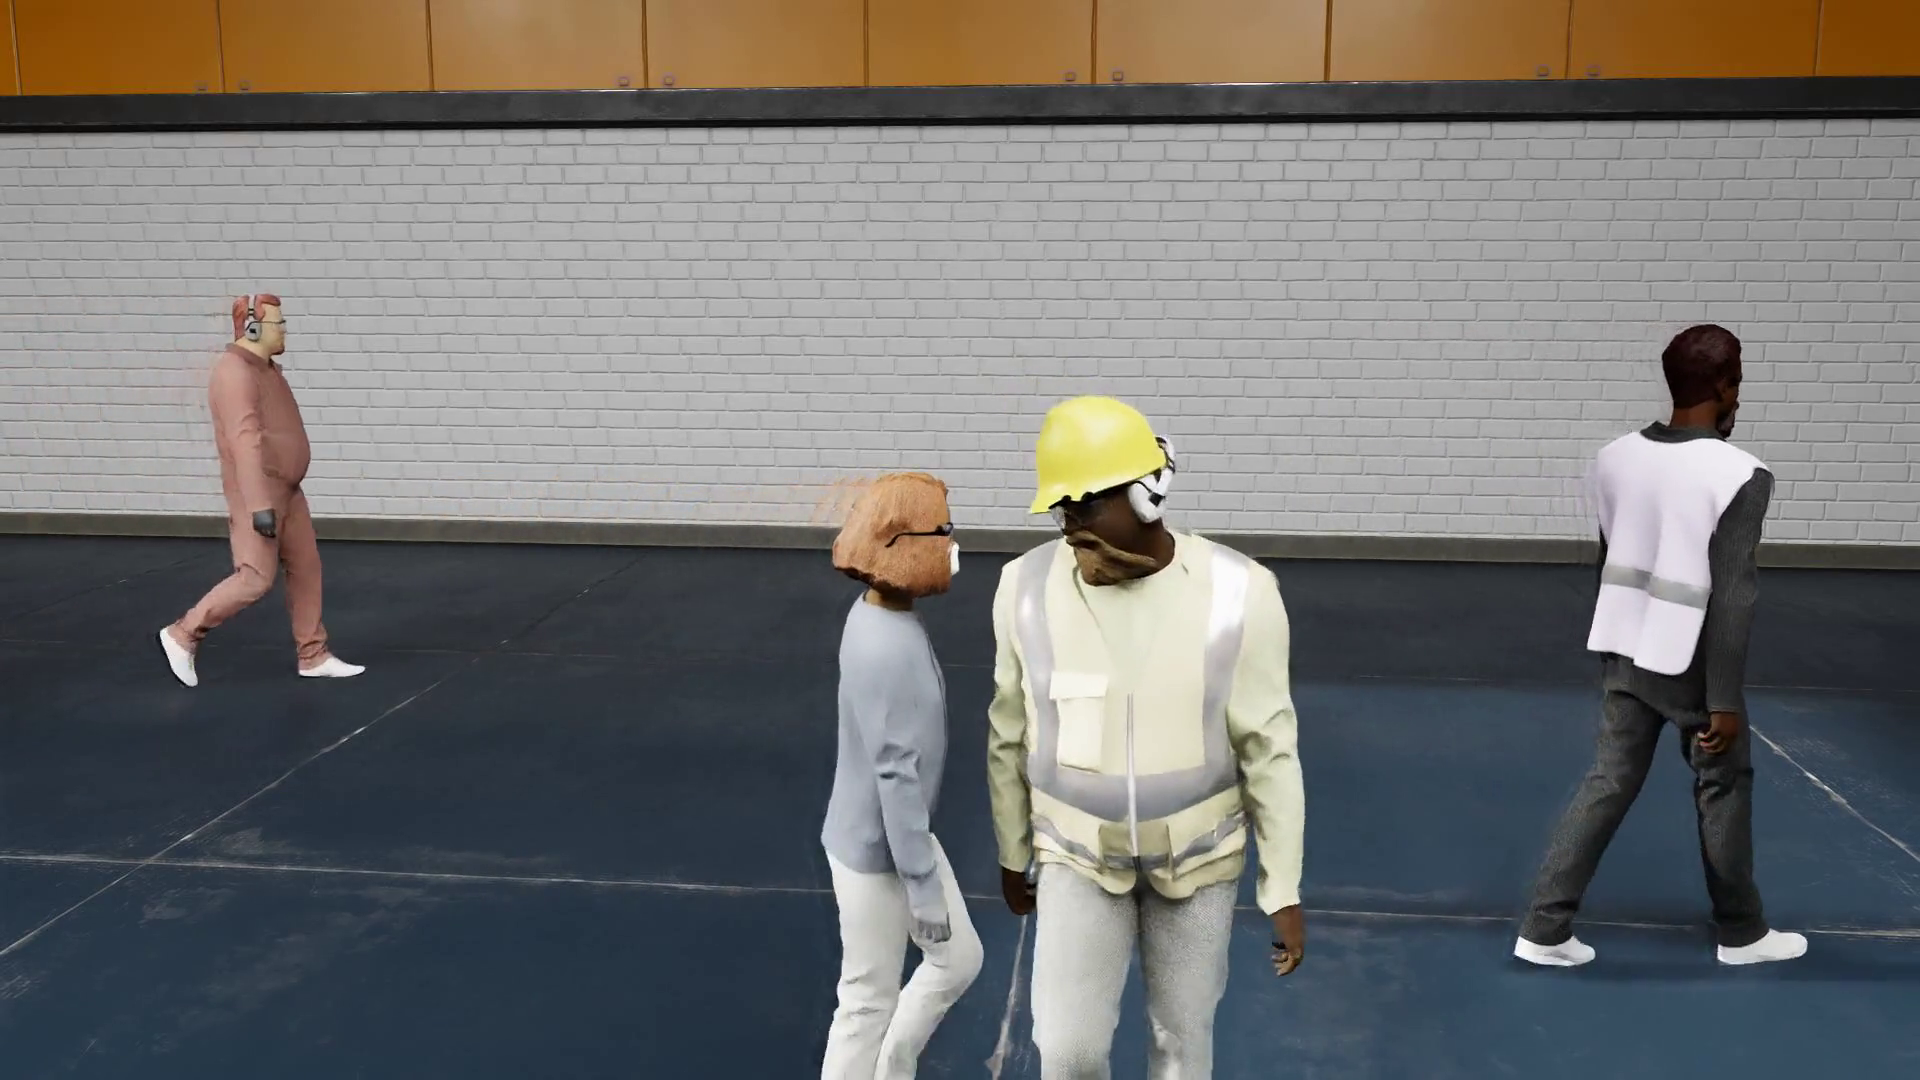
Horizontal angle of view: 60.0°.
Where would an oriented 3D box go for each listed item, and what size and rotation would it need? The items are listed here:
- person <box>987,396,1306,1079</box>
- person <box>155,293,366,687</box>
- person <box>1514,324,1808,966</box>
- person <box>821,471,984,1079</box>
[{"bbox_3d":[0.350,0.623,3.218,0.620,1.799,0.500,1,10,7],"label":"person"},{"bbox_3d":[-3.348,-0.223,7.854,0.819,1.879,0.645,-1,10,-5],"label":"person"},{"bbox_3d":[2.028,0.326,4.728,0.911,1.881,0.607,-4,11,-22],"label":"person"},{"bbox_3d":[-0.135,0.660,3.518,0.416,1.621,0.499,1,10,3],"label":"person"}]
